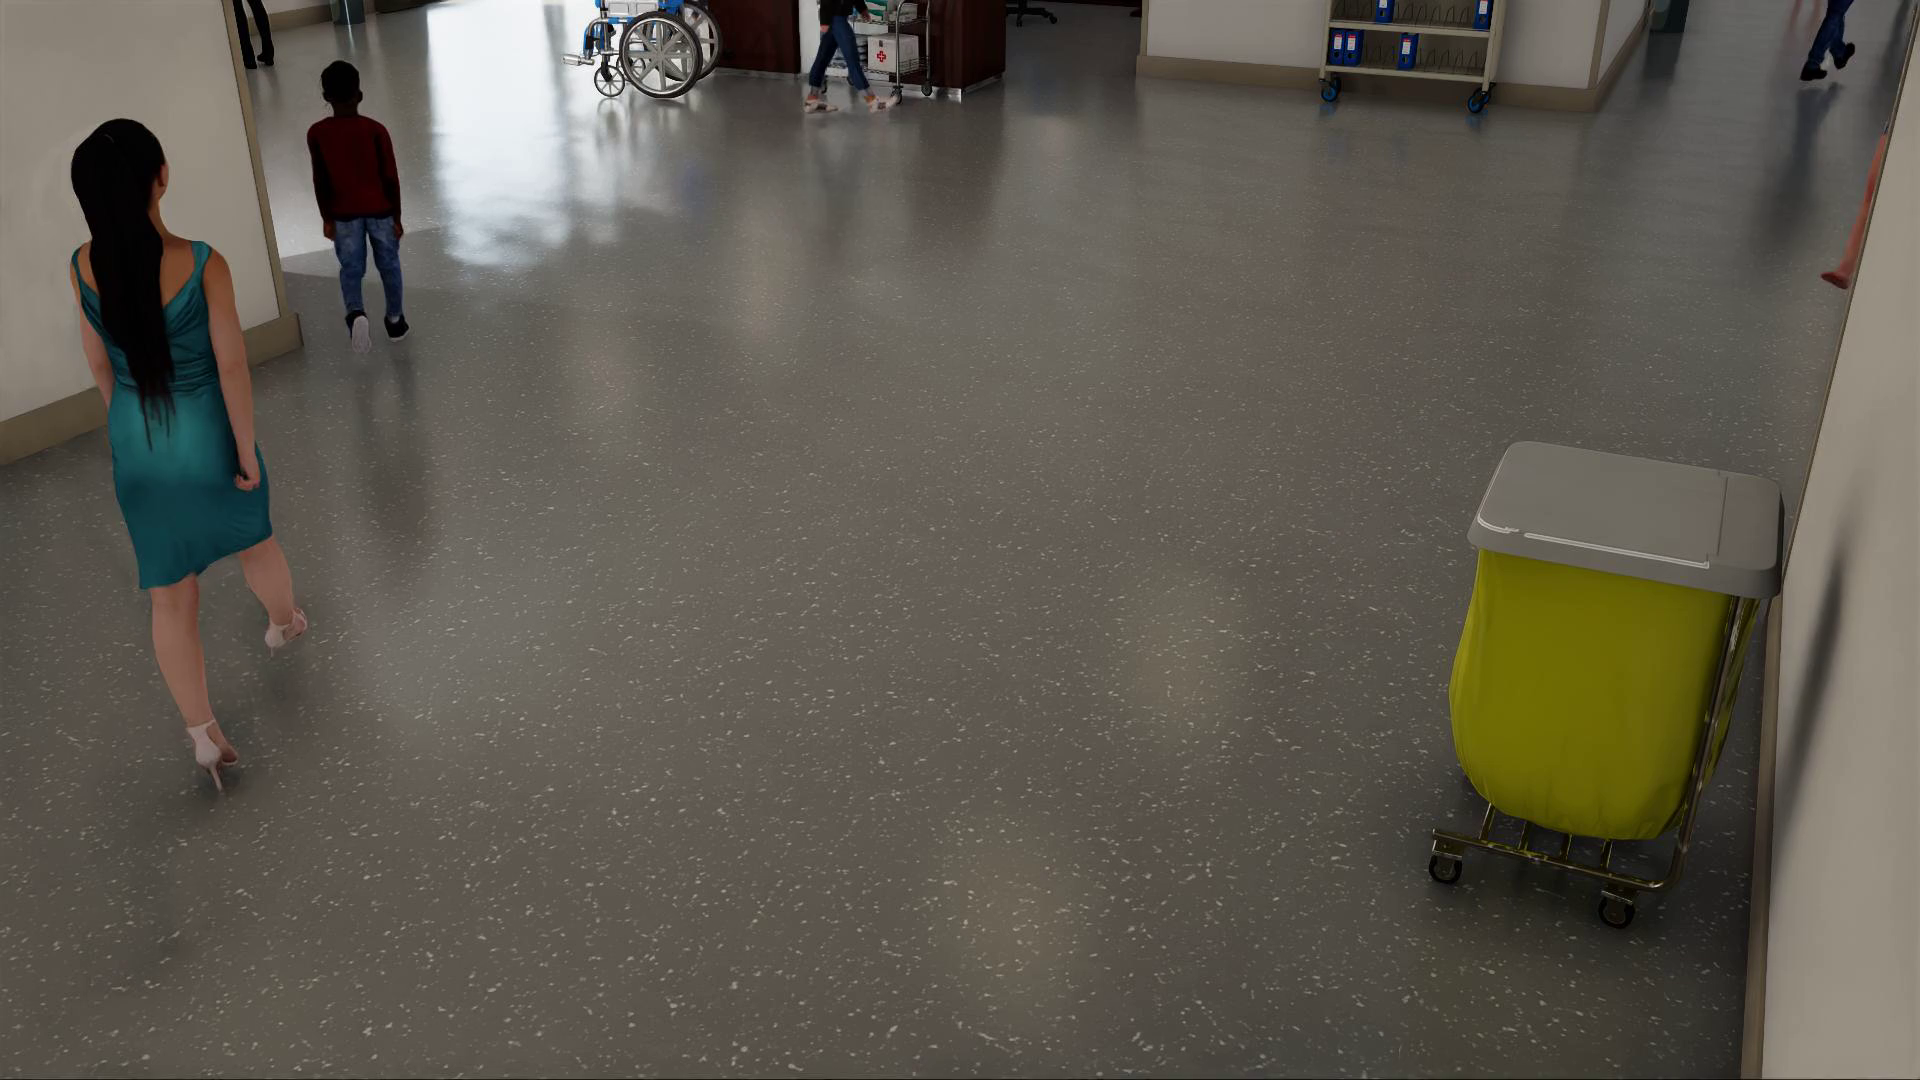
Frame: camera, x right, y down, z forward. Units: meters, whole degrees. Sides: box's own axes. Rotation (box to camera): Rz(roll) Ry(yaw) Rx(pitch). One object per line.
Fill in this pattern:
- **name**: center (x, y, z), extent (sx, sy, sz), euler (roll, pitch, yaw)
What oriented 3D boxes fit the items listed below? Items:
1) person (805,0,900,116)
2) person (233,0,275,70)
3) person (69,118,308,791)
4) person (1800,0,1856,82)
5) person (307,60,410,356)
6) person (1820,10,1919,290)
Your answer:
- **person**: center (-0.943, -3.711, 11.721), extent (0.994, 1.446, 0.777), euler (1, 26, 2)
- **person**: center (-5.905, -4.775, 13.517), extent (0.633, 1.803, 0.669), euler (17, 30, 31)
- **person**: center (-1.947, -0.151, 4.115), extent (1.025, 1.640, 1.006), euler (-5, 26, -11)
- **person**: center (6.819, -4.469, 12.848), extent (1.083, 1.832, 1.200), euler (-21, 32, -36)
- **person**: center (-2.590, -1.411, 7.186), extent (0.774, 1.242, 0.810), euler (-6, 26, -13)
- **person**: center (4.690, -1.991, 7.899), extent (0.990, 1.668, 1.112), euler (-19, 32, -34)
